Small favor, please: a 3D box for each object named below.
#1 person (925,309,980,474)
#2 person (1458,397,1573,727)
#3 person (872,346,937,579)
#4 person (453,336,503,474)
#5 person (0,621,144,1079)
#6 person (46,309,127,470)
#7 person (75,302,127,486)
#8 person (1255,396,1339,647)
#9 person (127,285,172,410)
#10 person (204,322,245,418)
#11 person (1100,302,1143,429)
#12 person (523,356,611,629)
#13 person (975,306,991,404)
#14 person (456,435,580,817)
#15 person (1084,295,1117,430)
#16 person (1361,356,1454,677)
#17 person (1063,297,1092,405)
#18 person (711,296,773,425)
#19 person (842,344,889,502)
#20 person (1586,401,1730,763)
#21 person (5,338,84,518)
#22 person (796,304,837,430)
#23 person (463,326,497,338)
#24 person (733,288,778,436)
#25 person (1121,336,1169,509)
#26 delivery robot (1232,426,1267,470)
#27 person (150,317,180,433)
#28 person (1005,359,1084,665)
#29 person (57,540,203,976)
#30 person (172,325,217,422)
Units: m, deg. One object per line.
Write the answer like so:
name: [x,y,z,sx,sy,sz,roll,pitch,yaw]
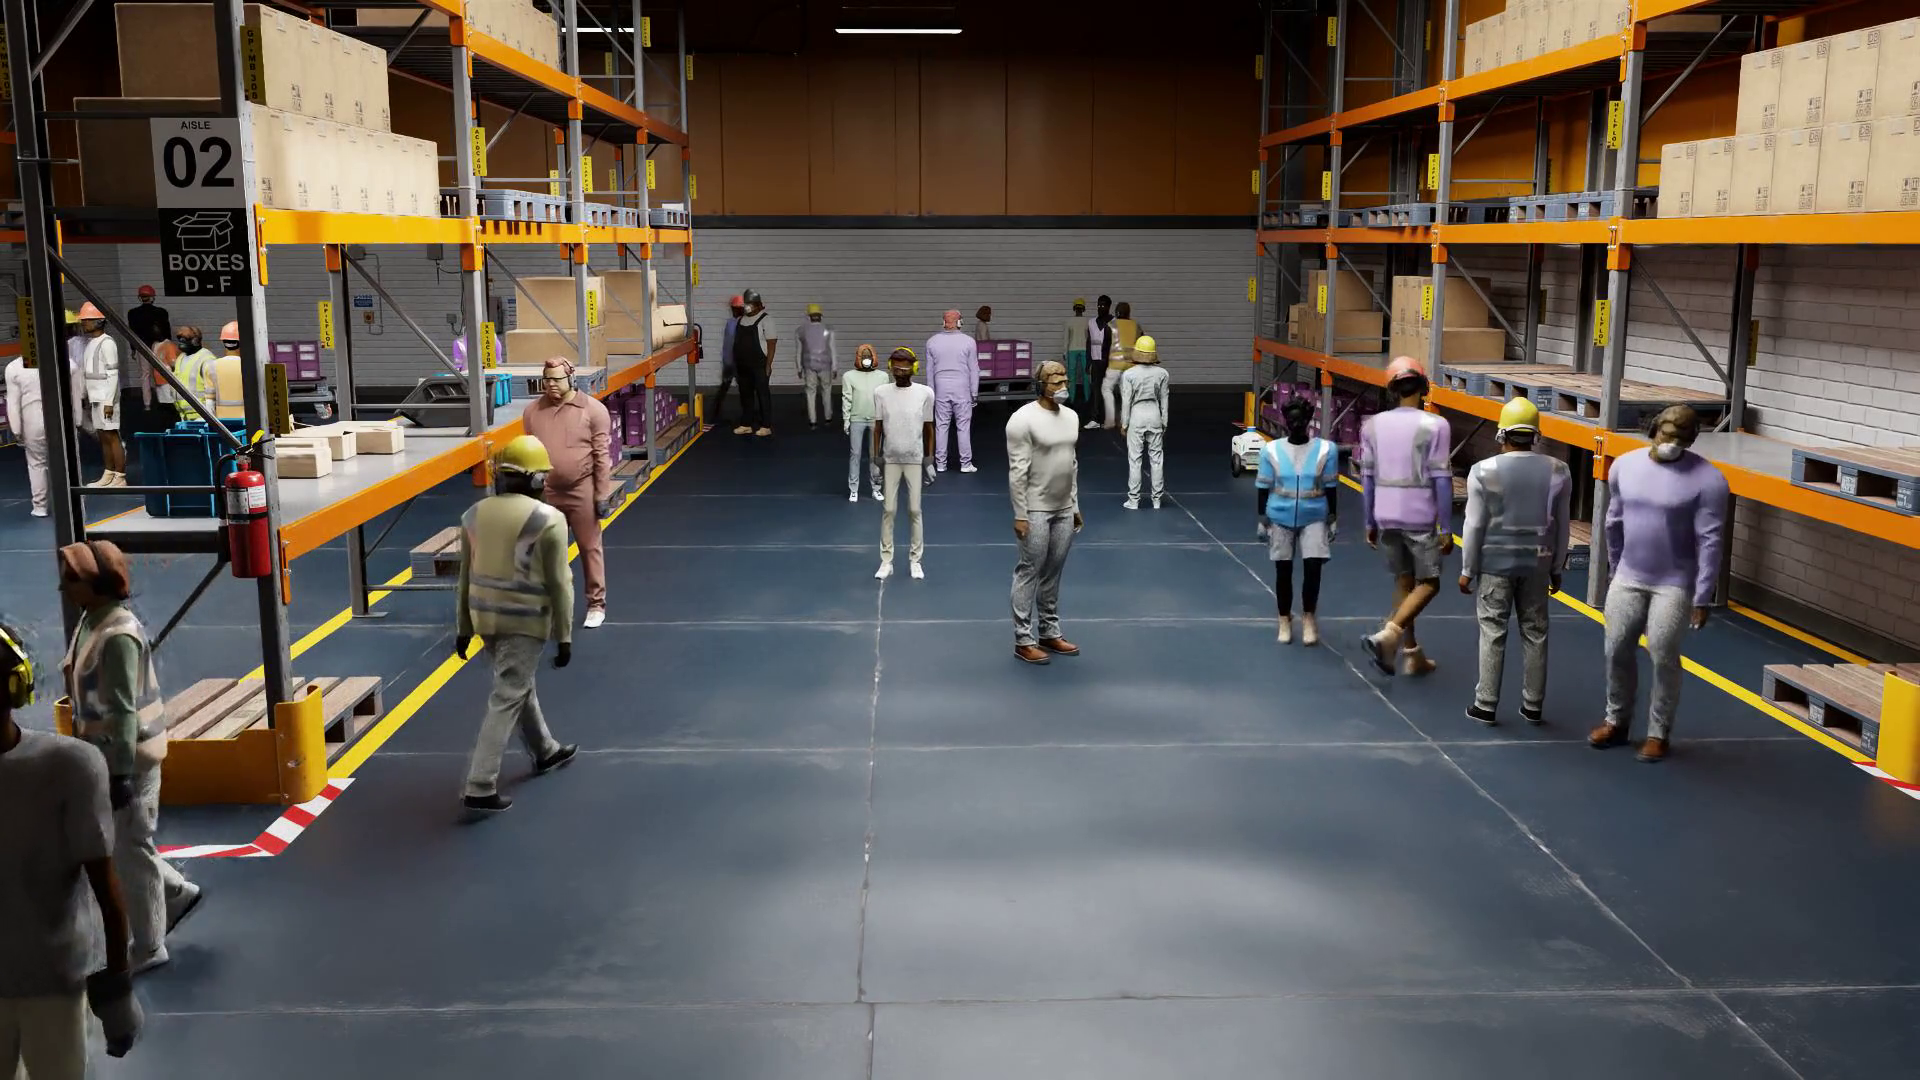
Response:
person: [-0.073,-1.718,19.309,0.639,1.904,0.410,3,11,15]
person: [3.055,0.129,9.205,0.588,1.835,0.403,0,10,-1]
person: [-0.444,-0.610,13.241,0.521,1.865,0.336,1,10,5]
person: [-5.569,-1.732,19.278,0.547,1.939,0.376,-3,11,-17]
person: [-2.226,1.057,4.010,0.511,1.854,0.487,1,10,3]
person: [-10.397,-1.778,19.650,0.807,1.900,0.594,-9,14,-43]
person: [-9.211,-1.525,17.838,0.370,2.044,0.608,-10,14,-44]
person: [2.219,-0.117,10.999,0.552,1.676,0.458,3,10,14]
person: [-12.916,-3.065,26.557,0.614,1.990,0.392,-4,11,-20]
person: [-6.770,-1.077,15.638,0.551,1.934,0.373,-2,10,-8]
person: [2.302,-2.477,23.723,0.682,1.833,0.433,-5,11,-25]
person: [-2.746,-0.326,11.563,0.637,1.900,0.404,1,10,7]
person: [0.378,-3.067,27.599,0.291,1.623,0.509,-2,10,-11]
person: [-2.138,0.389,7.998,0.605,1.763,1.006,5,11,26]
person: [2.069,-2.543,23.858,0.593,1.920,0.391,7,12,33]
person: [2.676,-0.114,10.157,0.660,1.992,0.655,-9,14,-41]
person: [1.958,-3.108,27.429,0.532,1.767,0.328,0,10,0]
person: [-3.244,-2.631,24.429,0.943,1.888,0.550,-3,11,-16]
person: [-0.971,-1.210,17.221,0.500,1.633,0.280,-3,11,-15]
person: [3.579,0.223,8.499,0.499,1.897,0.653,-9,14,-42]
person: [-8.828,-1.130,16.073,0.673,1.887,0.710,-7,13,-36]
person: [-2.062,-2.513,24.041,0.603,1.779,0.916,0,10,2]
person: [-6.481,-2.266,22.408,0.581,1.884,0.351,5,11,27]
person: [-2.896,-2.468,23.095,0.686,2.000,0.538,6,12,32]
person: [1.856,-1.179,16.738,0.493,1.746,0.282,-2,10,-10]
delivery robot: [3.351,-1.065,19.156,0.477,0.478,0.707,0,10,0]
person: [-10.407,-2.062,21.794,0.540,1.695,0.317,8,13,39]
person: [0.556,-0.188,10.678,0.370,1.940,0.627,9,14,42]
person: [-3.049,0.798,6.048,0.383,1.629,0.515,-9,14,-41]
person: [-7.849,-1.291,17.126,0.631,1.836,0.429,8,13,36]
